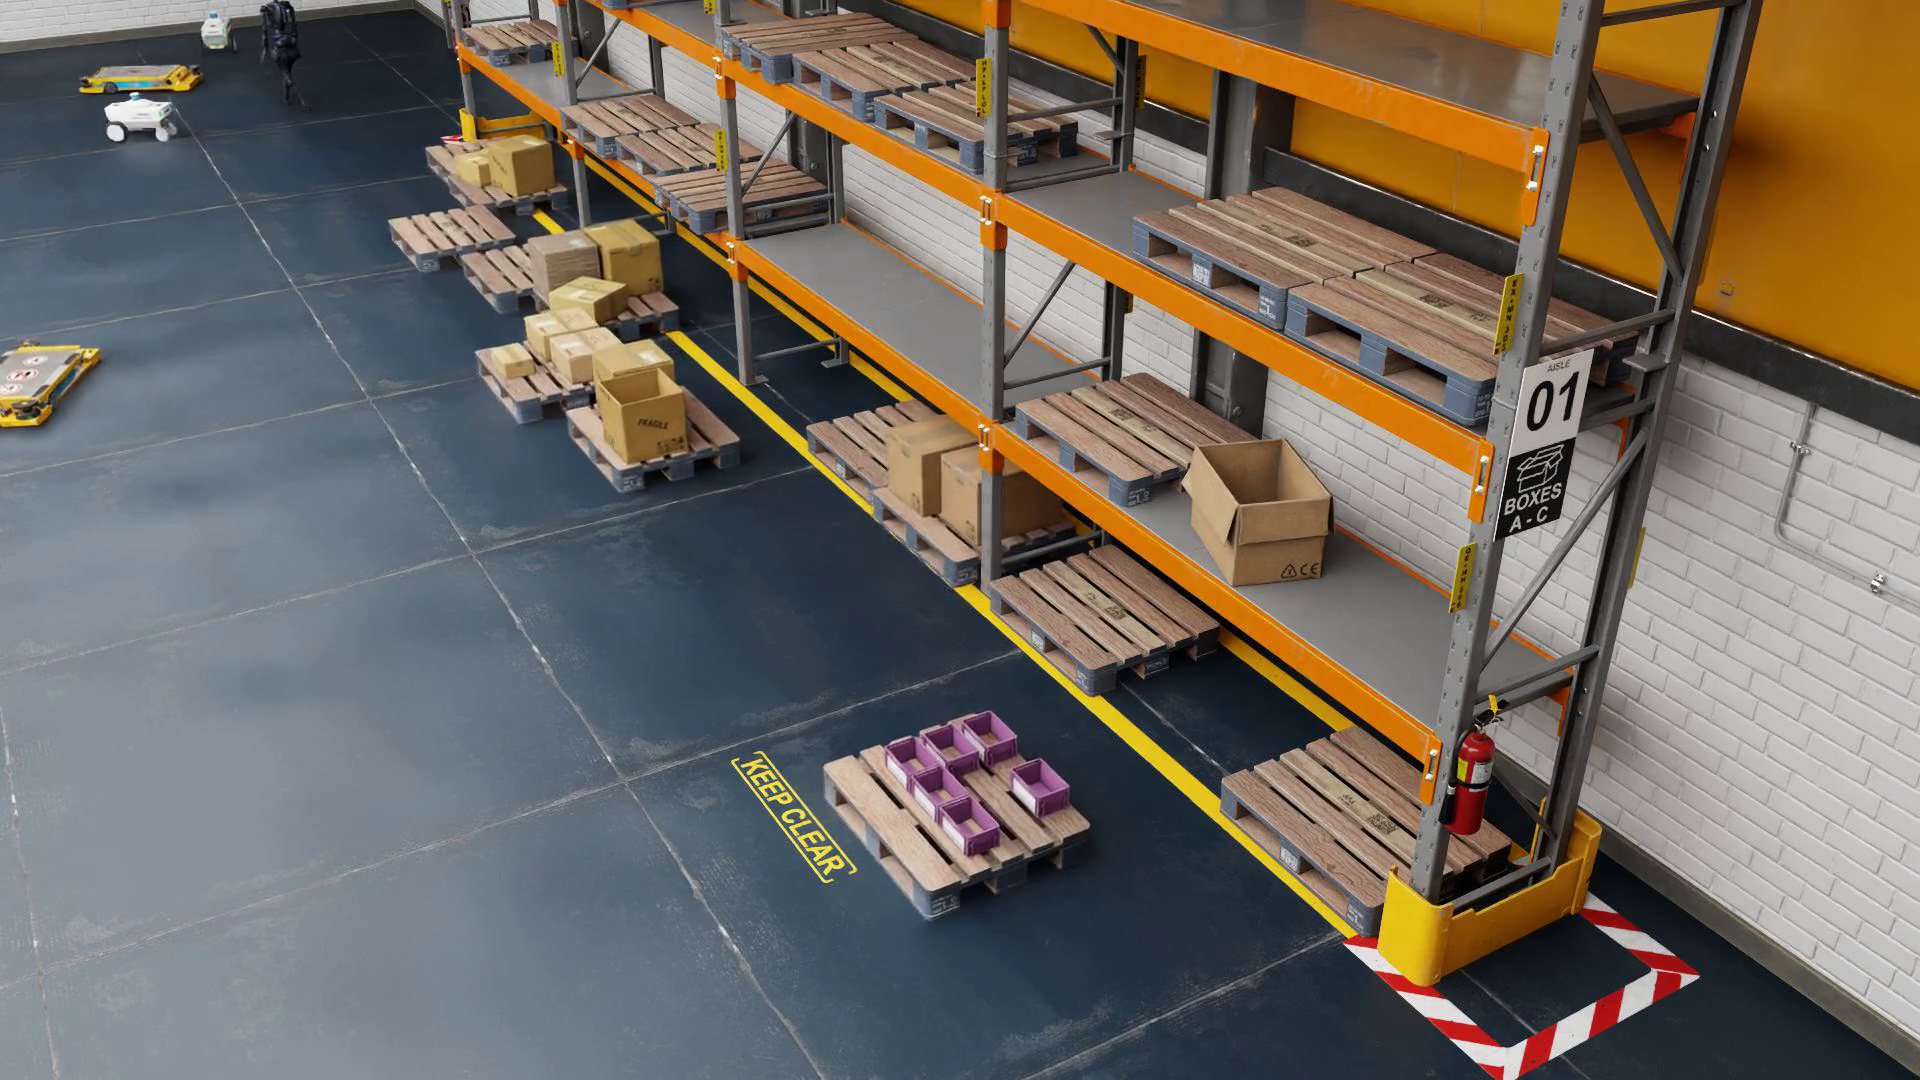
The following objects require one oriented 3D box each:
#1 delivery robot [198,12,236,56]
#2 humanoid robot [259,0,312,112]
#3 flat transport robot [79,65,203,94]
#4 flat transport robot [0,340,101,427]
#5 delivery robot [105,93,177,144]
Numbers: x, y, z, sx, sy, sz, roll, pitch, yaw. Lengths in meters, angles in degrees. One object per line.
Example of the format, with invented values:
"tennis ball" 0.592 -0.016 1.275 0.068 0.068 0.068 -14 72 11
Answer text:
"delivery robot" -10.961 -7.463 24.531 0.499 0.608 0.797 -8 30 -13
"humanoid robot" -8.808 -6.396 21.556 0.812 1.629 0.600 15 33 25
"flat transport robot" -11.203 -6.303 22.759 1.431 0.231 0.659 -3 30 -6
"flat transport robot" -7.816 -1.319 13.960 0.659 0.231 1.431 -3 30 -5
"delivery robot" -10.159 -5.207 20.554 0.804 0.614 0.499 -1 30 -1
